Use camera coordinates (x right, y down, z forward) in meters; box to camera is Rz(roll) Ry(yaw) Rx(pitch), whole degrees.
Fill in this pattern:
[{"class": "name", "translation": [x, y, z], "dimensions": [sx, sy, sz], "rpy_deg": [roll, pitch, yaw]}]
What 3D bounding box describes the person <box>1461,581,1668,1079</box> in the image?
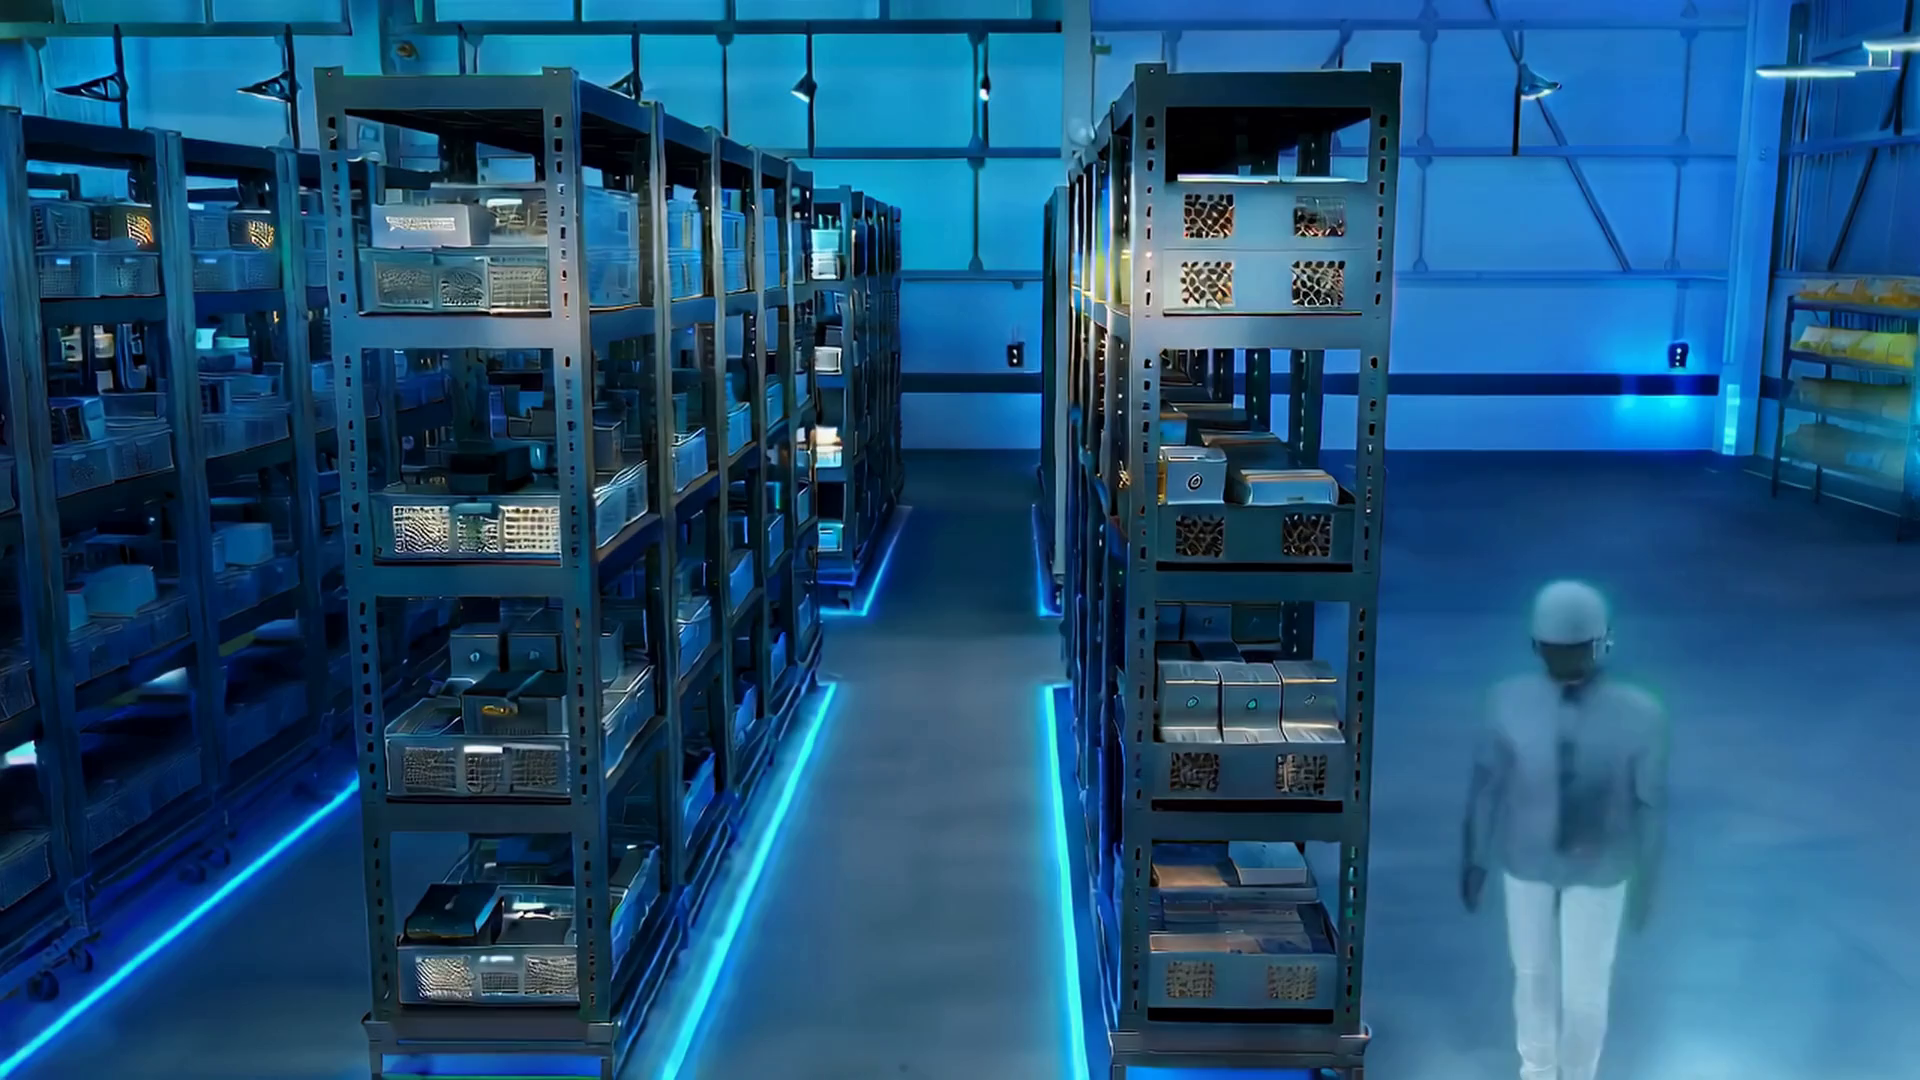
[{"class": "person", "translation": [1.992, 1.110, 5.564], "dimensions": [0.651, 1.973, 0.525], "rpy_deg": [6, 11, 32]}]
